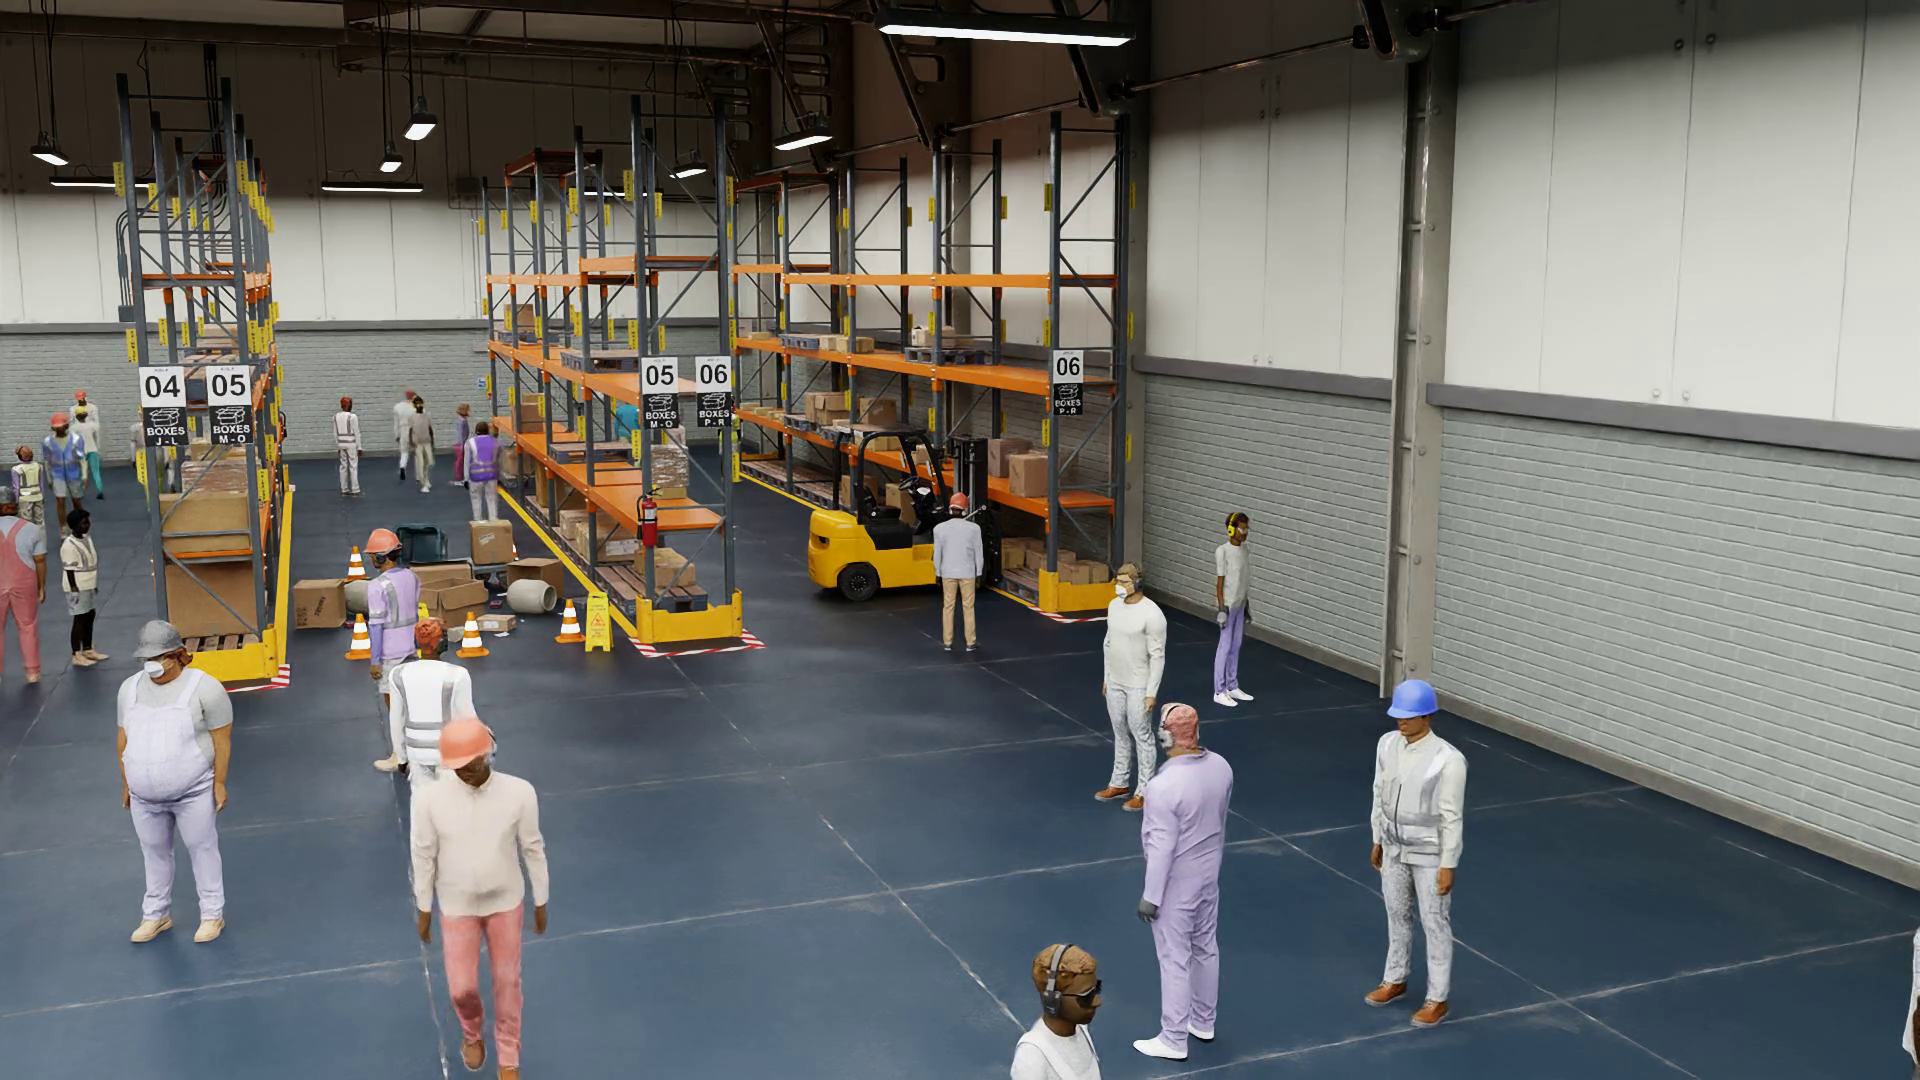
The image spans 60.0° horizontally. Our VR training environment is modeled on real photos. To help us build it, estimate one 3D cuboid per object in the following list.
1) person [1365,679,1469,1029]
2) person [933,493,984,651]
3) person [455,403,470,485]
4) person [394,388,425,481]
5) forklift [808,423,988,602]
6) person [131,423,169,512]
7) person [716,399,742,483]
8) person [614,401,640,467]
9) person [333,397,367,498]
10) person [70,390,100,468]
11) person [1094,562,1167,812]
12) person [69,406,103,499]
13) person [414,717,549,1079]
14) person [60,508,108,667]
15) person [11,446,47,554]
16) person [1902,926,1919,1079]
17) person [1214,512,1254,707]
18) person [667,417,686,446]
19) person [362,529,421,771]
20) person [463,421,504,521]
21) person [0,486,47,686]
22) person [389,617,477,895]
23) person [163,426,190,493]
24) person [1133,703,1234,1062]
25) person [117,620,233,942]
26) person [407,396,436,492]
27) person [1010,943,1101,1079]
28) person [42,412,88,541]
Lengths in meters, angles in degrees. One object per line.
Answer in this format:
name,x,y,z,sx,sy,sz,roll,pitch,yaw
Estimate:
person,2.509,1.711,9.207,0.426,1.939,0.608,-6,11,-34
person,-0.012,0.350,18.344,0.561,1.752,0.327,2,9,10
person,-9.836,-1.895,32.887,0.292,1.639,0.505,-1,9,-8
person,-11.008,-2.096,33.313,0.661,1.887,0.628,0,9,0
forklift,-0.830,-0.399,21.676,2.313,2.155,1.214,-4,10,-21
person,-14.261,-1.455,29.326,0.608,1.874,0.992,-4,10,-22
person,-4.590,-1.968,33.115,0.533,1.697,0.318,3,10,19
person,-6.880,-2.215,34.555,0.580,1.739,0.387,-1,9,-8
person,-11.397,-1.728,31.025,0.576,1.882,0.355,4,10,22
person,-18.409,-2.287,34.987,0.575,1.739,0.348,-1,9,-9
person,1.325,1.124,12.890,0.373,1.940,0.627,-6,11,-35
person,-16.179,-1.618,30.820,0.527,1.725,0.881,-9,12,-43
person,-2.392,1.831,8.362,0.666,1.962,0.460,-3,9,-17
person,-9.302,0.501,17.604,0.320,1.684,0.541,-1,9,-5
person,-13.699,-0.568,24.481,0.307,1.641,0.514,3,10,20
person,4.039,2.135,6.769,0.521,1.865,0.335,-6,11,-33
person,2.651,0.656,16.048,0.328,1.874,0.512,8,12,40
person,-5.366,-1.619,31.144,0.498,1.624,0.285,2,9,12
person,-4.759,0.915,13.936,0.419,2.033,0.605,2,9,15
person,-7.643,-0.995,26.624,0.655,1.808,0.843,-5,10,-28
person,-9.621,0.448,16.825,0.685,2.000,0.535,-6,11,-33
person,-3.484,1.440,11.080,0.582,1.882,0.351,1,9,5
person,-14.717,-1.622,31.195,0.522,1.623,0.628,-4,10,-21
person,1.156,1.793,8.804,0.406,1.902,0.636,8,12,41
person,-4.875,1.491,10.263,0.688,2.000,0.535,0,9,1
person,-10.302,-1.830,31.797,0.505,1.848,0.450,-8,12,-41
person,0.353,2.295,5.819,0.345,1.846,0.507,3,10,20
person,-14.082,-1.023,26.219,0.612,2.015,0.916,-4,10,-25
